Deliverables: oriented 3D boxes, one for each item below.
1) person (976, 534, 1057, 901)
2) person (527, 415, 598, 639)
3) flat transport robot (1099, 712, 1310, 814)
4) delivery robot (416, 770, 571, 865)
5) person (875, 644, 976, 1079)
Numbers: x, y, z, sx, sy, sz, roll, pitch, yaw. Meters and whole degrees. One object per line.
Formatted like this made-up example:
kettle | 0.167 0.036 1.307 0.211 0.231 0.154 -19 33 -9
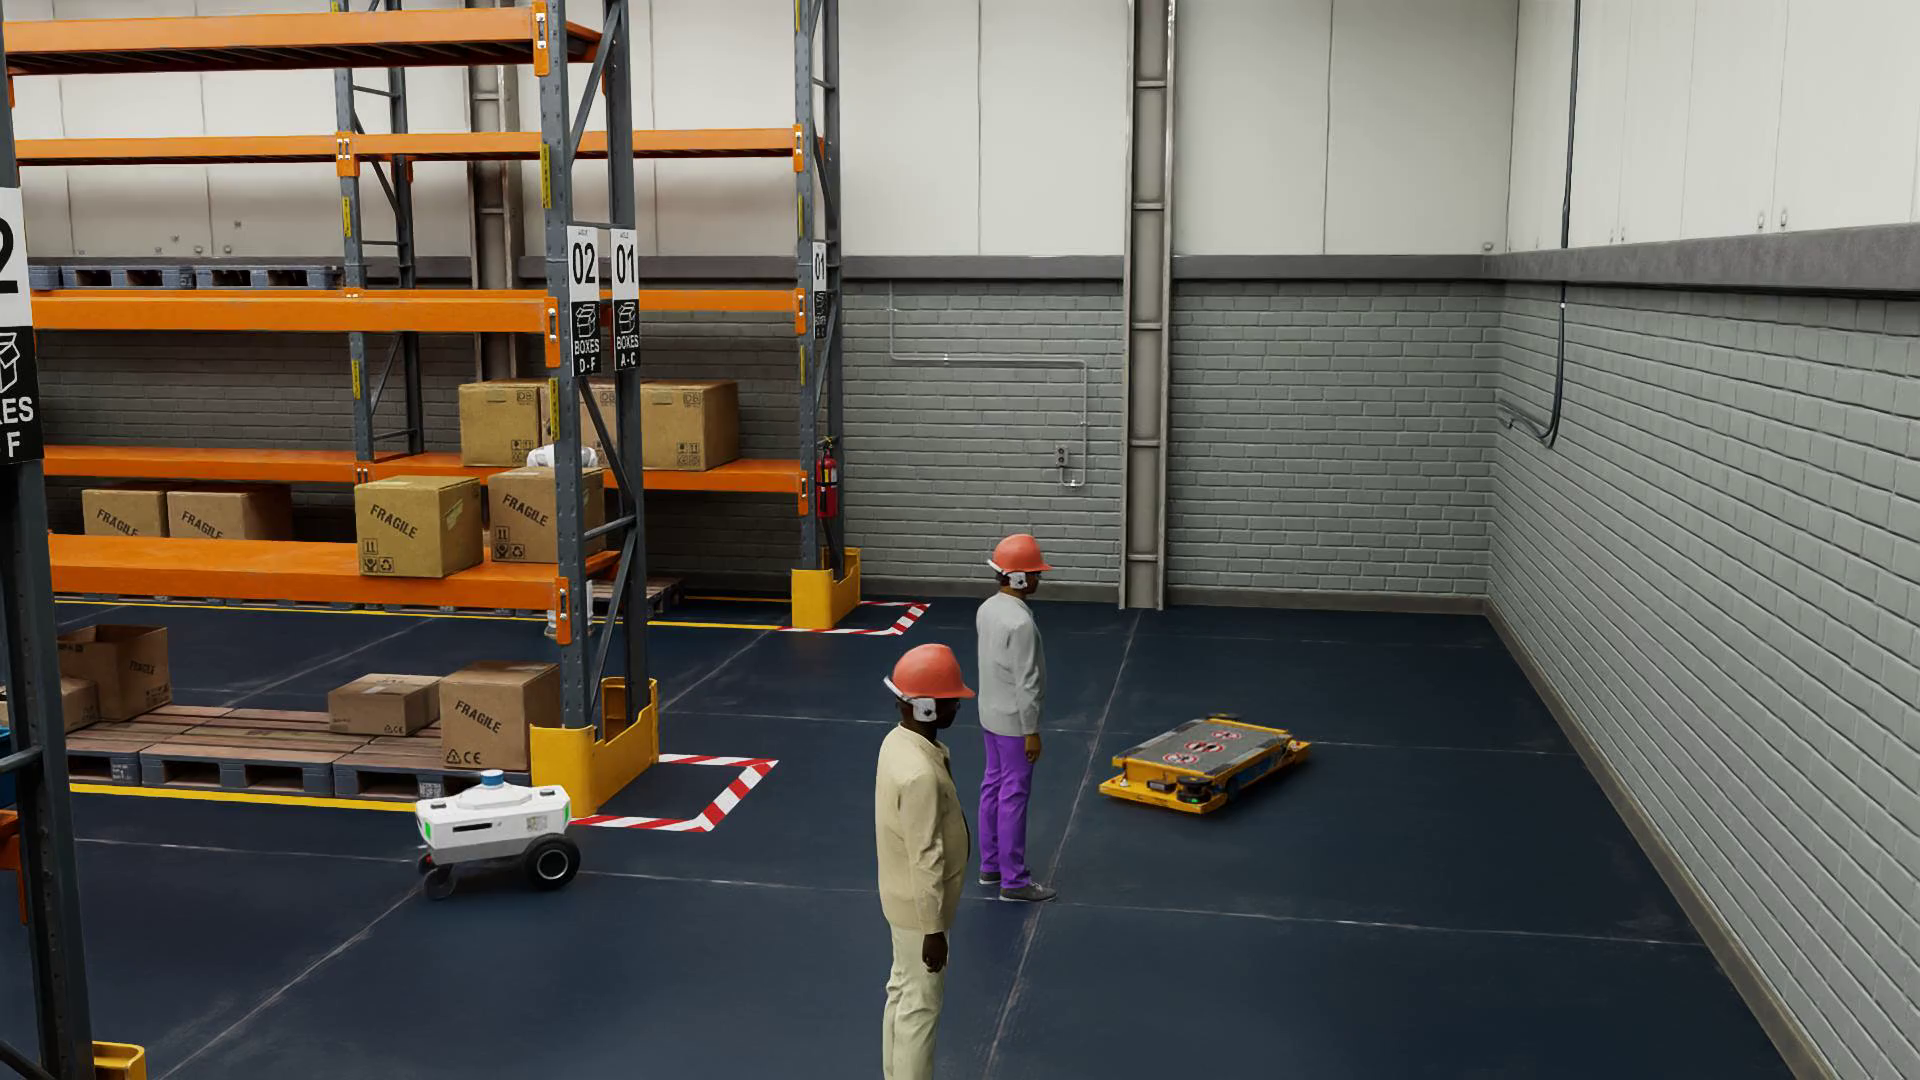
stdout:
person | 0.267 0.839 7.964 0.332 1.753 0.561 -3 10 -18
person | -3.229 -0.131 13.582 0.587 1.882 0.341 -4 10 -22
flat transport robot | 1.463 1.287 9.771 0.652 0.197 1.431 6 11 35
delivery robot | -2.274 1.365 8.111 0.707 0.478 0.477 -4 10 -23
person | -0.114 1.211 5.661 0.335 1.748 0.572 -2 9 -9
